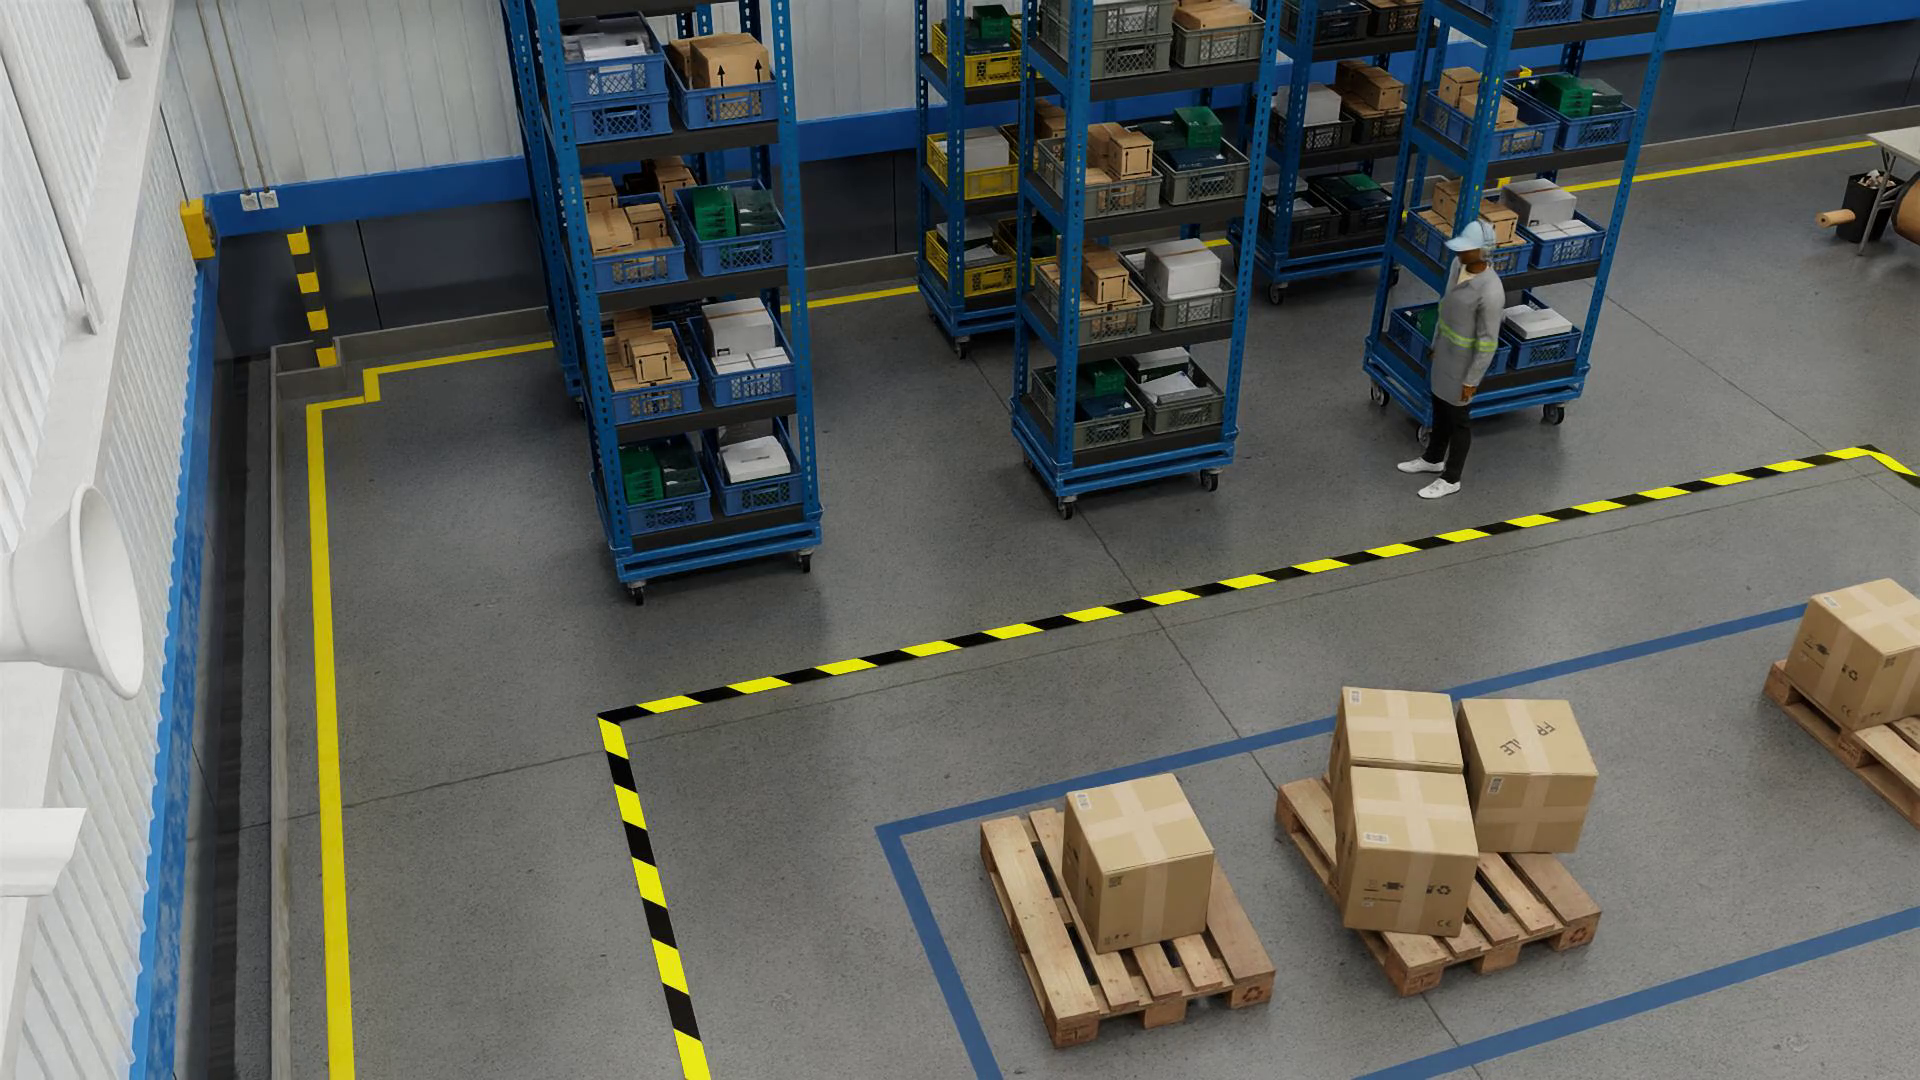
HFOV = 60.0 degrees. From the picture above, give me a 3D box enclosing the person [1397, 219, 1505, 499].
[{"bbox_3d":[3.041,-1.116,10.264,0.385,1.850,0.596,-6,36,-8],"label":"person"}]
